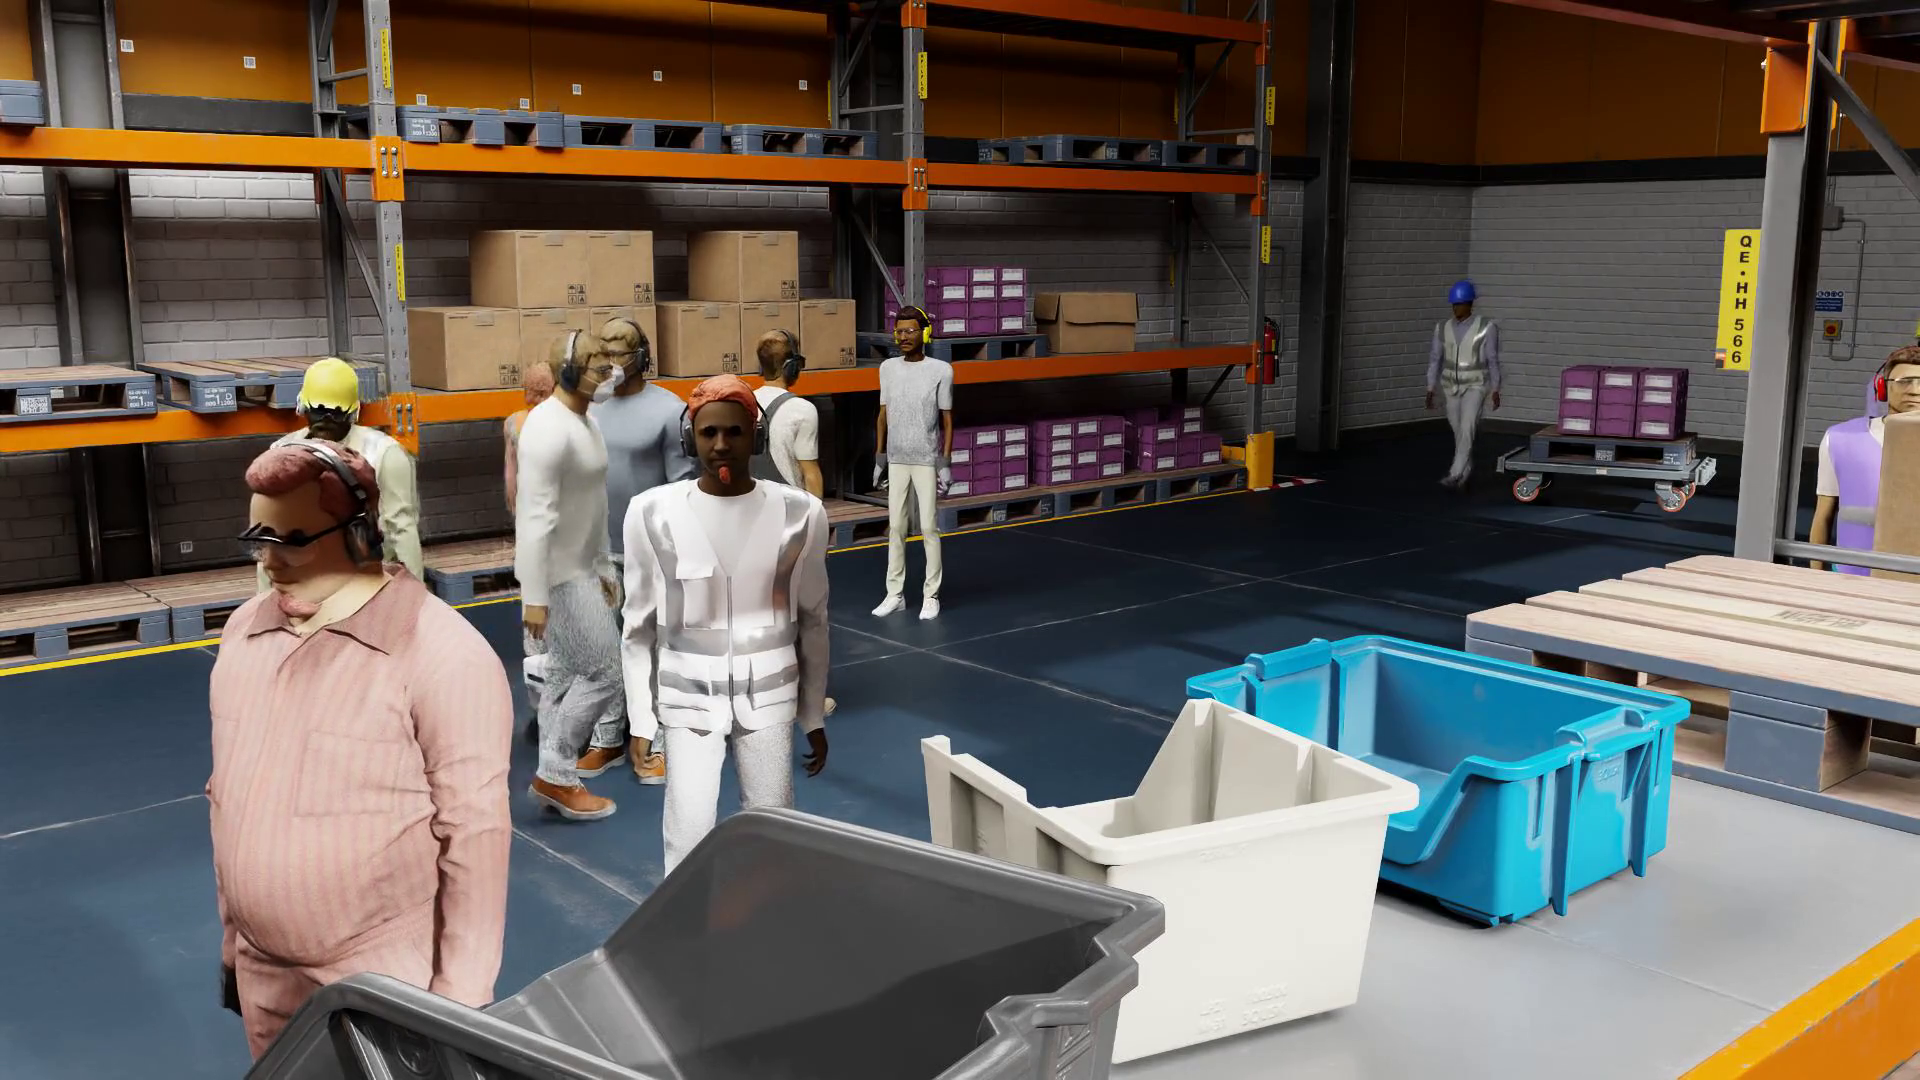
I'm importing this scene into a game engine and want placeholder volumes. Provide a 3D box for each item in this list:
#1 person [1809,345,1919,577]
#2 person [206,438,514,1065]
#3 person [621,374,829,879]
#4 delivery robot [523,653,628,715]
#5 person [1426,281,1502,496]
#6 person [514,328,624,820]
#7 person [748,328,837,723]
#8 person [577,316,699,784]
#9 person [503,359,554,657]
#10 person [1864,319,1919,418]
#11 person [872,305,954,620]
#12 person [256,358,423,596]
[{"bbox_3d":[3.602,0.171,6.463,0.567,1.850,0.389,4,11,19],"label":"person"},{"bbox_3d":[-1.115,0.762,3.015,0.638,1.903,0.409,4,11,23],"label":"person"},{"bbox_3d":[-0.640,0.486,4.612,0.576,1.882,0.355,-2,10,-11],"label":"person"},{"bbox_3d":[-1.590,0.591,7.476,0.477,0.478,0.707,10,14,44],"label":"delivery robot"},{"bbox_3d":[4.459,-1.352,14.881,0.620,1.887,1.003,10,14,43],"label":"person"},{"bbox_3d":[-1.471,0.156,6.353,0.443,1.919,0.665,0,10,-1],"label":"person"},{"bbox_3d":[-0.835,-0.065,7.804,0.513,1.843,0.334,7,12,33],"label":"person"},{"bbox_3d":[-1.378,0.048,6.910,0.629,1.940,0.373,3,11,18],"label":"person"},{"bbox_3d":[-2.118,-0.112,8.636,0.514,1.642,0.310,4,11,19],"label":"person"},{"bbox_3d":[5.174,-0.291,8.940,0.620,1.882,0.930,6,12,31],"label":"person"},{"bbox_3d":[-0.282,-0.456,9.918,0.520,1.874,0.327,4,11,20],"label":"person"},{"bbox_3d":[-2.473,0.183,6.549,0.667,1.795,0.555,3,10,14],"label":"person"}]
